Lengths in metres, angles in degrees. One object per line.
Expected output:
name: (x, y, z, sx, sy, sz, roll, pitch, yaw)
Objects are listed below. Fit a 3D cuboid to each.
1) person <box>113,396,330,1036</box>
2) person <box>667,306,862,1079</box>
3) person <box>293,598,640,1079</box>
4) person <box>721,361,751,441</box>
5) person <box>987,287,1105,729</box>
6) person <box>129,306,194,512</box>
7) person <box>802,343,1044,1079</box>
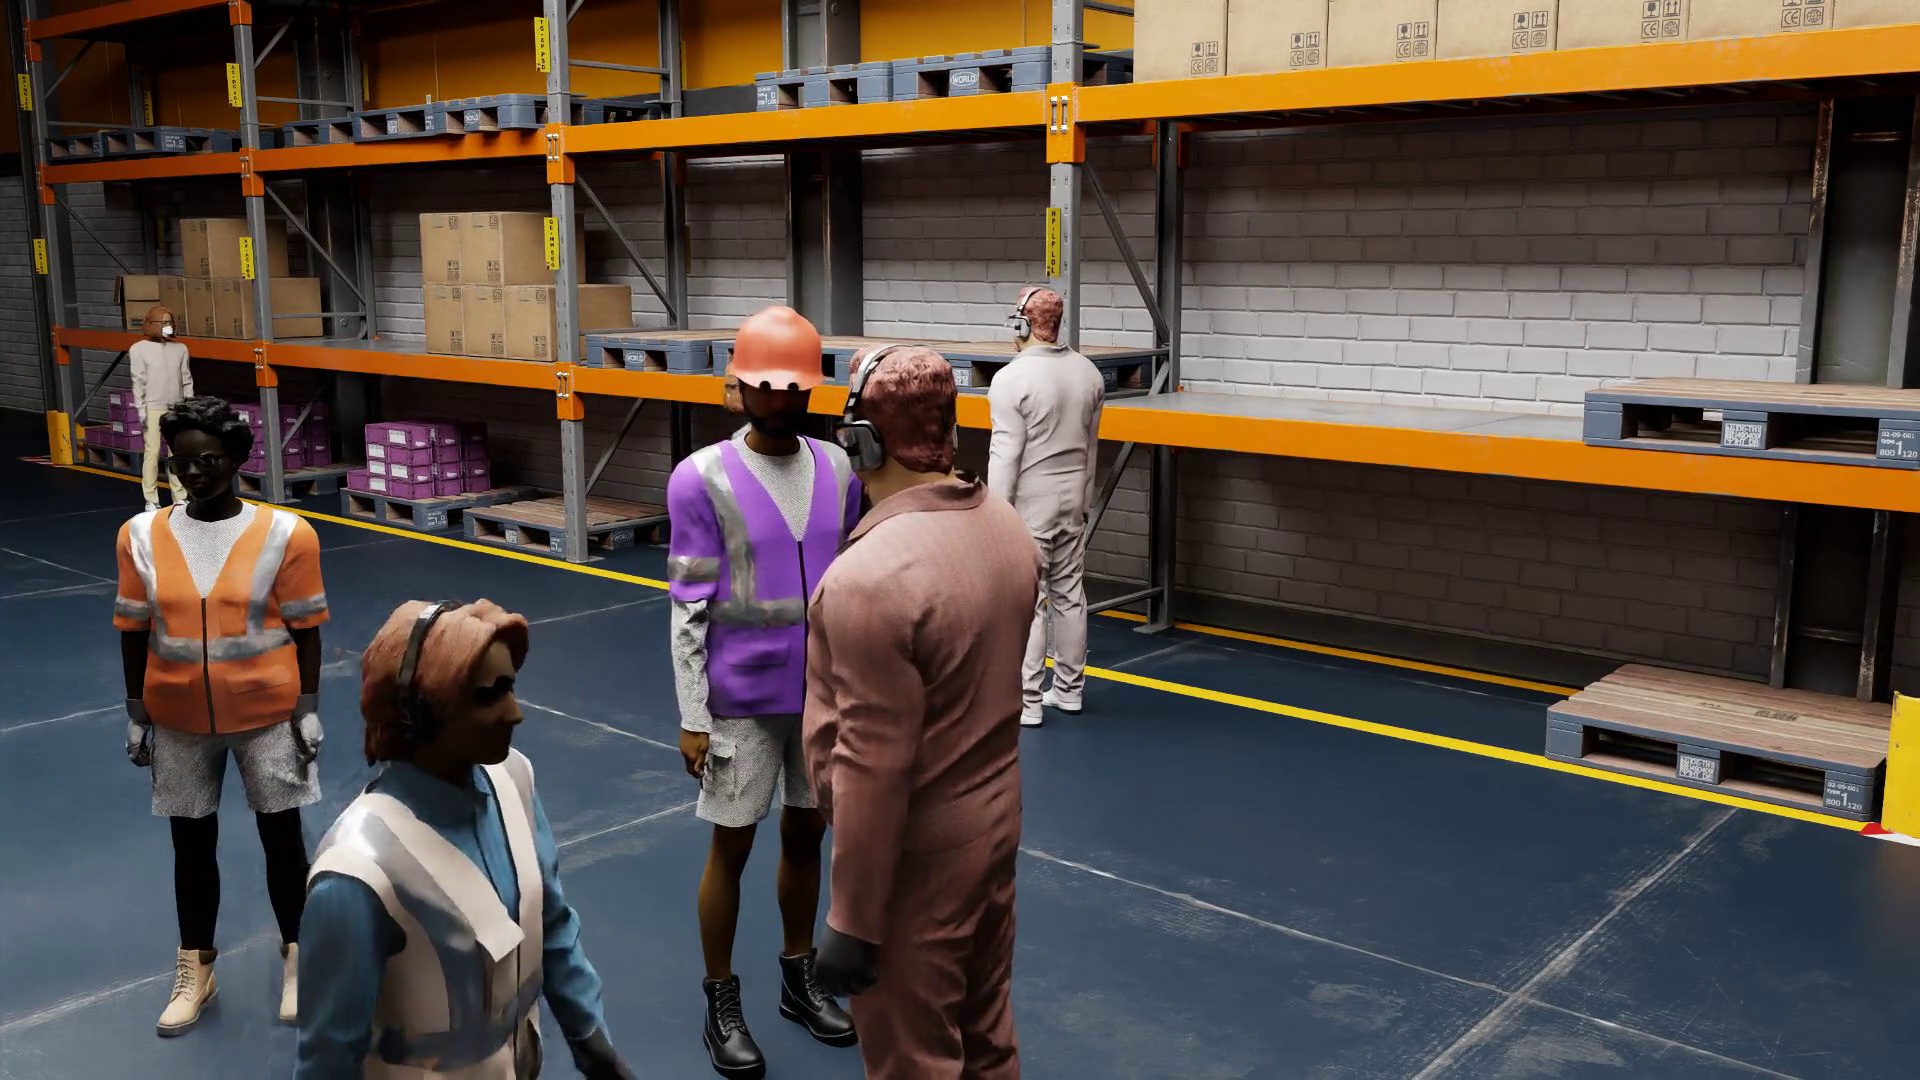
person: (-1.946, 0.465, 4.414, 0.535, 1.697, 0.318, -2, 10, -10)
person: (-0.455, 0.382, 4.207, 0.552, 1.933, 0.368, -8, 12, -37)
person: (-0.747, 0.864, 2.431, 0.876, 1.593, 0.516, 1, 10, 7)
person: (-0.860, 0.035, 7.057, 0.281, 1.633, 0.506, 2, 10, 14)
person: (0.327, -0.139, 7.250, 0.639, 1.910, 0.407, -10, 14, -44)
person: (-6.236, -1.013, 13.043, 0.272, 1.629, 0.501, 6, 12, 31)
person: (-0.097, 0.589, 3.122, 0.401, 1.905, 0.642, 5, 11, 26)
